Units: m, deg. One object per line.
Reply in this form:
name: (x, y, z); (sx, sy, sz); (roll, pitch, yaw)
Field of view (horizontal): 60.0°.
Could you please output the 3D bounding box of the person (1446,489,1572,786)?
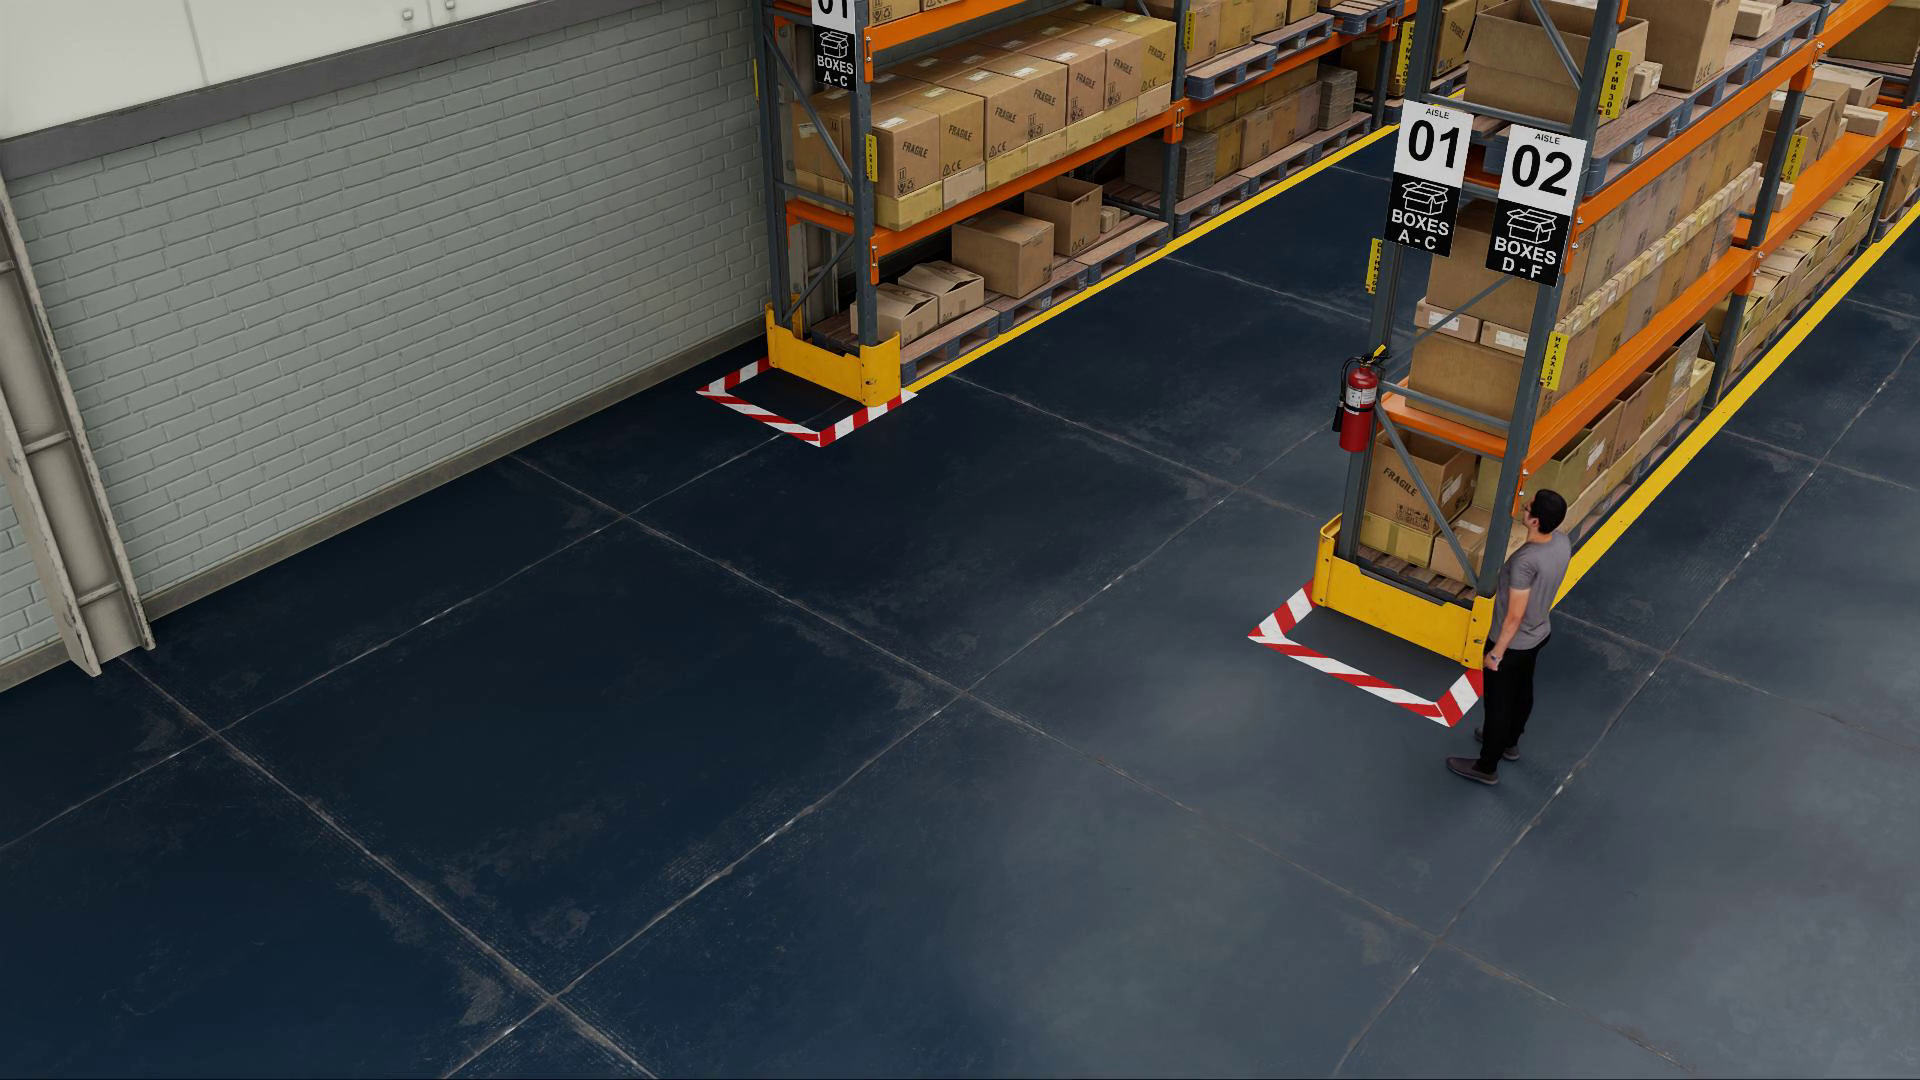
person: (2.914, 0.492, 8.678); (0.676, 1.755, 0.479); (26, 41, 34)
